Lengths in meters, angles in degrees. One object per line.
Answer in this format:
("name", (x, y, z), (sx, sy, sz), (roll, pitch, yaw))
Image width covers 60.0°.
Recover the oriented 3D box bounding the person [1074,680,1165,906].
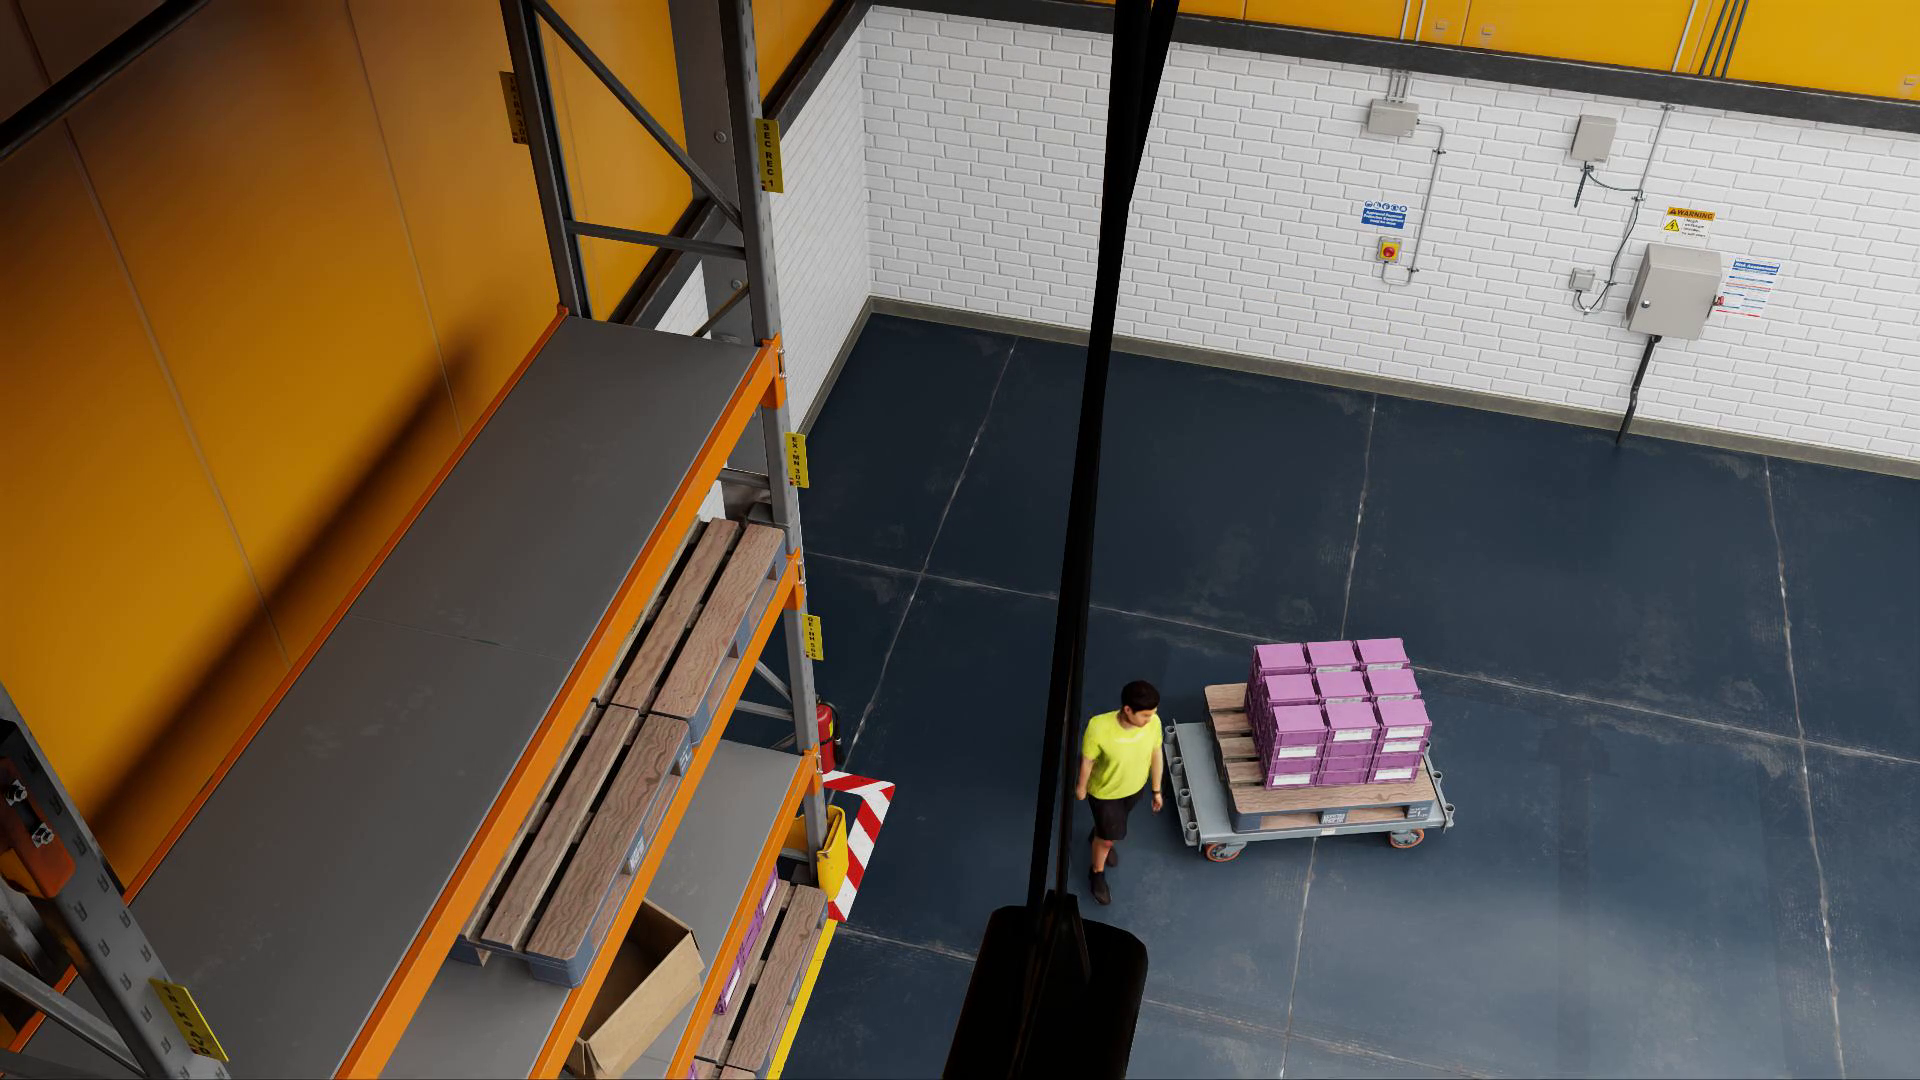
("person", (0.881, 1.331, 9.668), (0.838, 1.673, 0.906), (-16, 46, -16))
